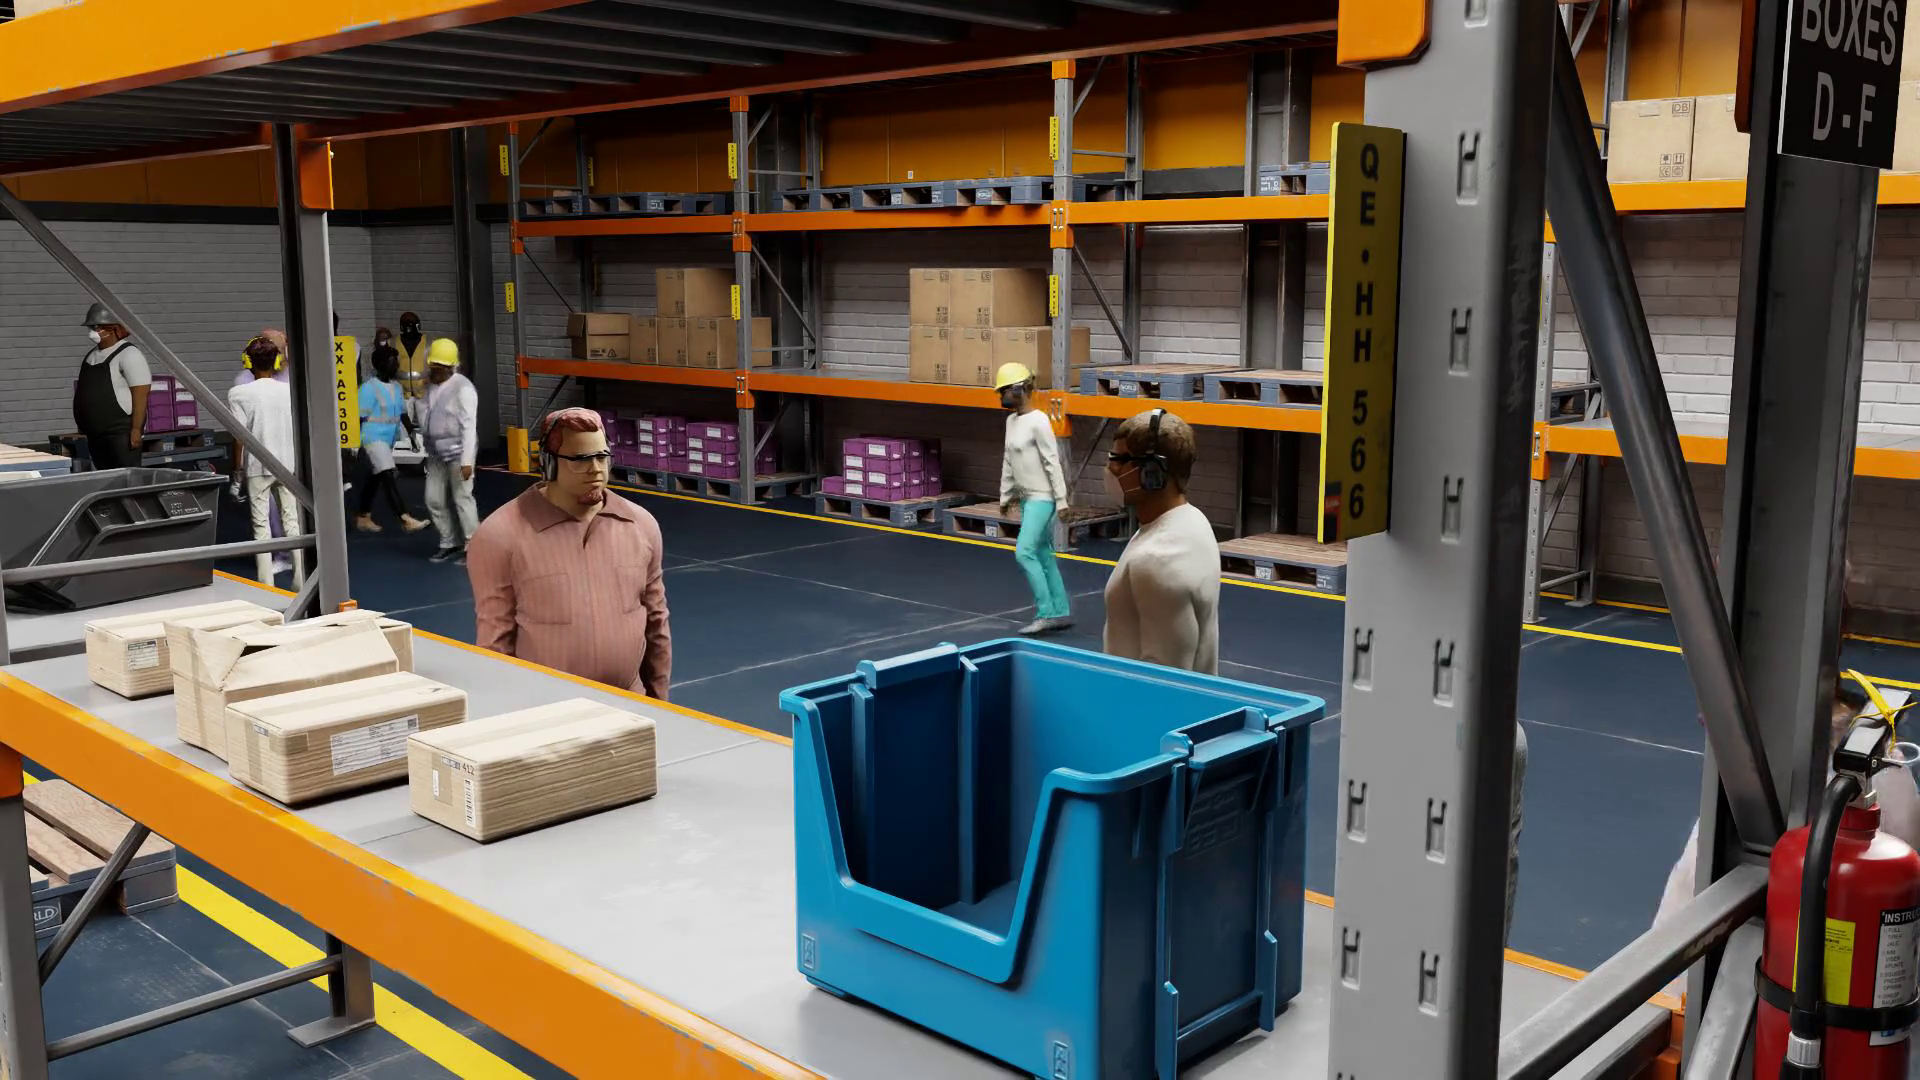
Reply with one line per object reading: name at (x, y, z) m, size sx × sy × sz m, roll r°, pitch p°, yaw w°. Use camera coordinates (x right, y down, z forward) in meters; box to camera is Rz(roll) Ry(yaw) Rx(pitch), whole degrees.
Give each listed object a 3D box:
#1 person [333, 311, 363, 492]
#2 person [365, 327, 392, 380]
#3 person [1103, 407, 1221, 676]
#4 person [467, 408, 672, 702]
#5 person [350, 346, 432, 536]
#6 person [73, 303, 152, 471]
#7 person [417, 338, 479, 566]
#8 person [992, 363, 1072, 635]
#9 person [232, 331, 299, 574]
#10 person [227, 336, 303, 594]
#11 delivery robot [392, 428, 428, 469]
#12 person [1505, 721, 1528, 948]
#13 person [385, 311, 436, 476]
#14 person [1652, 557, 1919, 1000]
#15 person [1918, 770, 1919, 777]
person at (-6.508, -1.436, 17.302) m, size 0.576 × 1.926 × 0.612 m, roll 8°, pitch 12°, yaw 41°
person at (-7.375, -1.957, 21.429) m, size 0.510 × 1.591 × 0.769 m, roll -3°, pitch 10°, yaw -18°
person at (0.546, 0.596, 4.673) m, size 0.372 × 1.940 × 0.629 m, roll 2°, pitch 9°, yaw 10°
person at (-1.174, 0.537, 5.176) m, size 0.634 × 1.900 × 0.401 m, roll -7°, pitch 11°, yaw -35°
person at (-4.955, -0.854, 14.421) m, size 0.866 × 1.643 × 0.561 m, roll 2°, pitch 10°, yaw 13°
person at (-7.139, -0.969, 13.955) m, size 0.688 × 2.000 × 0.539 m, roll 5°, pitch 11°, yaw 29°
person at (-3.934, -0.671, 12.885) m, size 0.612 × 1.788 × 0.540 m, roll 5°, pitch 11°, yaw 29°
person at (0.479, -0.251, 10.501) m, size 0.559 × 1.726 × 0.540 m, roll -3°, pitch 10°, yaw -17°
person at (-5.061, -0.616, 12.389) m, size 0.673 × 1.858 × 0.811 m, roll -2°, pitch 9°, yaw -13°
person at (-4.651, -0.433, 11.189) m, size 0.538 × 1.869 × 0.312 m, roll -9°, pitch 13°, yaw -43°
delivery robot at (-5.968, -0.993, 18.357) m, size 0.707 × 0.478 × 0.477 m, roll 1°, pitch 9°, yaw 8°
person at (1.003, 0.859, 3.654) m, size 0.289 × 1.746 × 0.485 m, roll -5°, pitch 10°, yaw -26°
person at (-6.103, -1.625, 18.588) m, size 0.626 × 1.843 × 0.430 m, roll -2°, pitch 9°, yaw -11°
person at (1.203, 0.948, 2.688) m, size 0.708 × 1.873 × 0.680 m, roll 6°, pitch 11°, yaw 33°
person at (4.576, 0.206, 7.431) m, size 0.586 × 1.824 × 0.404 m, roll -9°, pitch 13°, yaw -44°
